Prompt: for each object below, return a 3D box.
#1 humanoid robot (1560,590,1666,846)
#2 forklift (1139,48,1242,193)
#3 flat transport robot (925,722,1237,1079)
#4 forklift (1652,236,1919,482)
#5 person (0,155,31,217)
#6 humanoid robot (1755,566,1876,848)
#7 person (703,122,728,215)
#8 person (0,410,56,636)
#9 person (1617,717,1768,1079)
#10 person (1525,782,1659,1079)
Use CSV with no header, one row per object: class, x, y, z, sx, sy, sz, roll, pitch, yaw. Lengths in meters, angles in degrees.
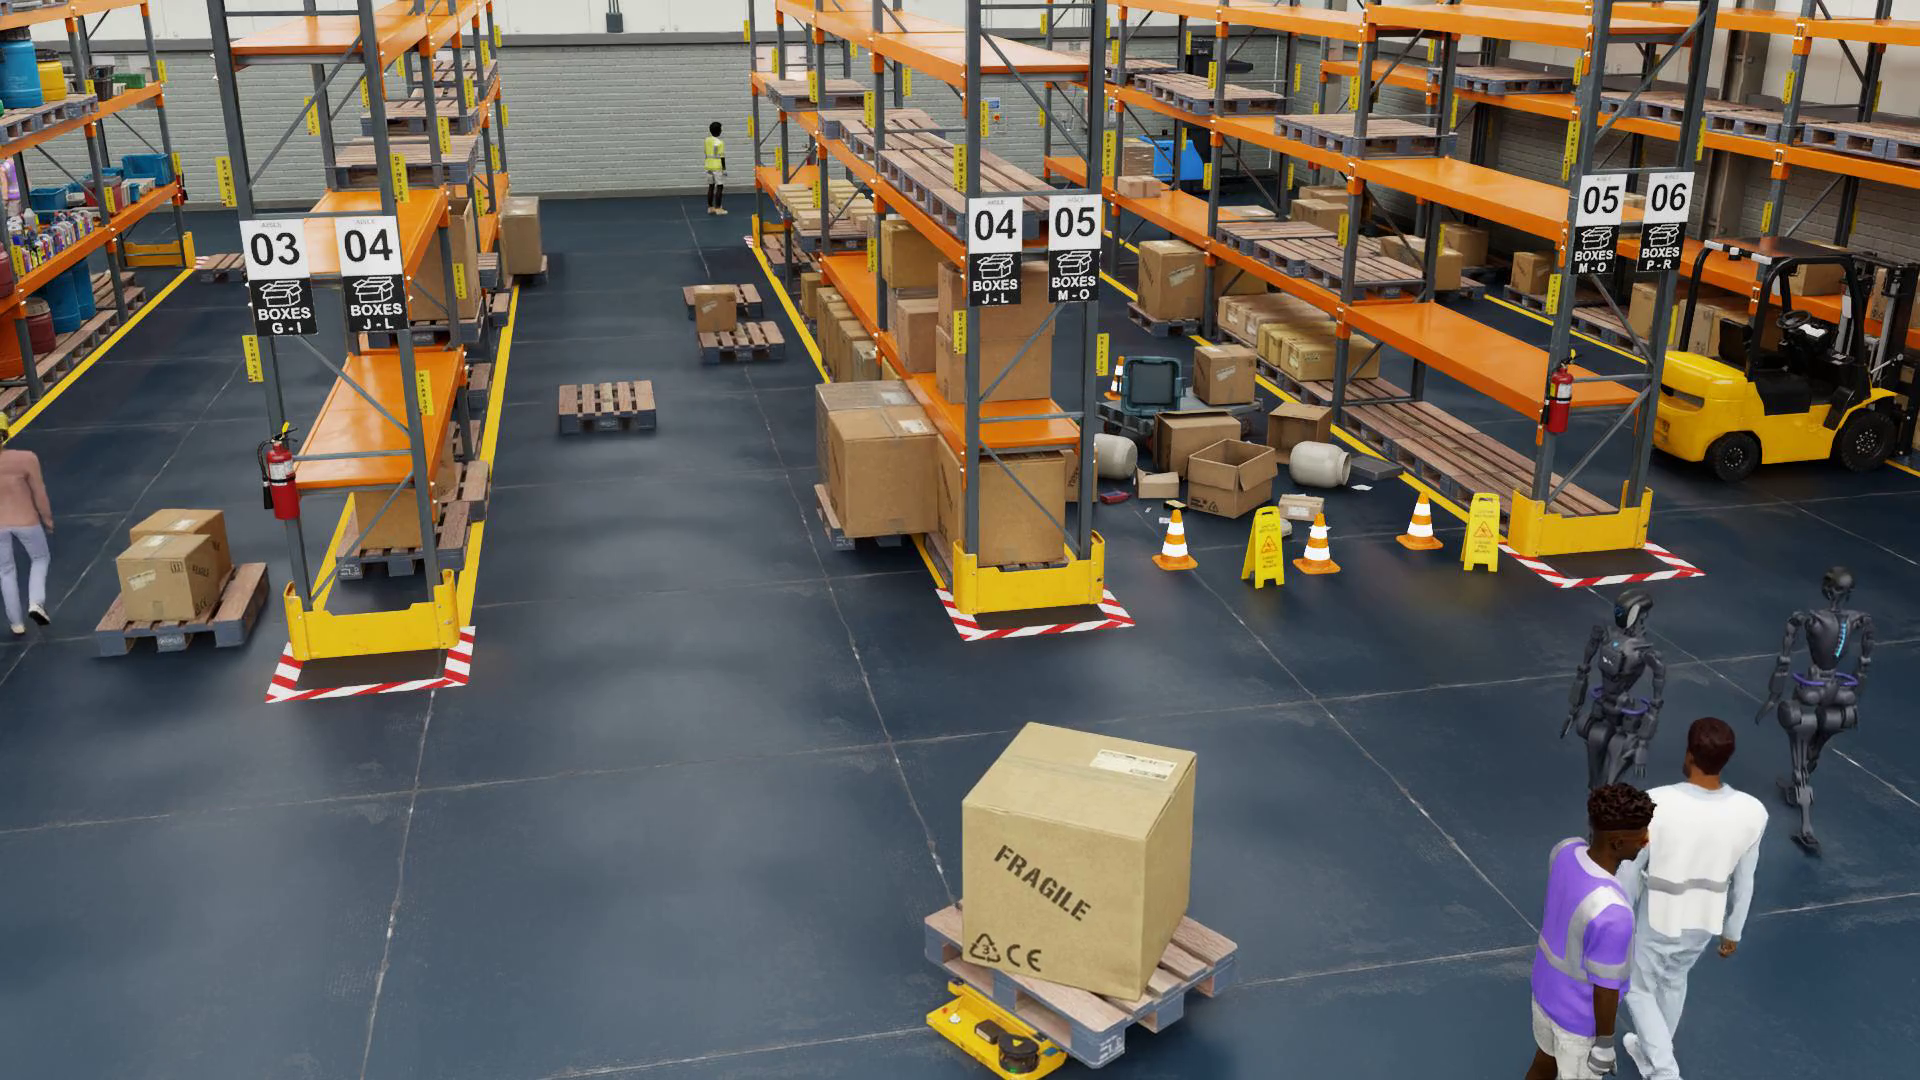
humanoid robot,3.626,1.055,9.342,0.584,1.644,0.599,-11,23,-27
forklift,4.566,-8.313,32.860,1.873,2.768,1.129,-4,21,-12
flat transport robot,0.596,2.208,8.258,1.431,0.231,0.659,-17,26,-39
forklift,8.013,-1.814,16.330,2.313,2.155,1.214,-4,21,-12
person,-15.366,-5.561,27.142,0.348,1.688,0.492,11,23,27
humanoid robot,5.007,0.941,9.722,0.589,1.633,0.787,-1,20,-2
person,-4.481,-6.812,30.507,0.538,1.686,0.320,18,27,39
person,-7.069,-0.117,12.395,0.591,1.748,0.422,-8,22,-21
person,3.191,1.680,7.343,0.590,1.894,0.734,-1,20,-4
person,2.526,1.864,6.771,0.370,1.958,0.596,-1,20,-2
